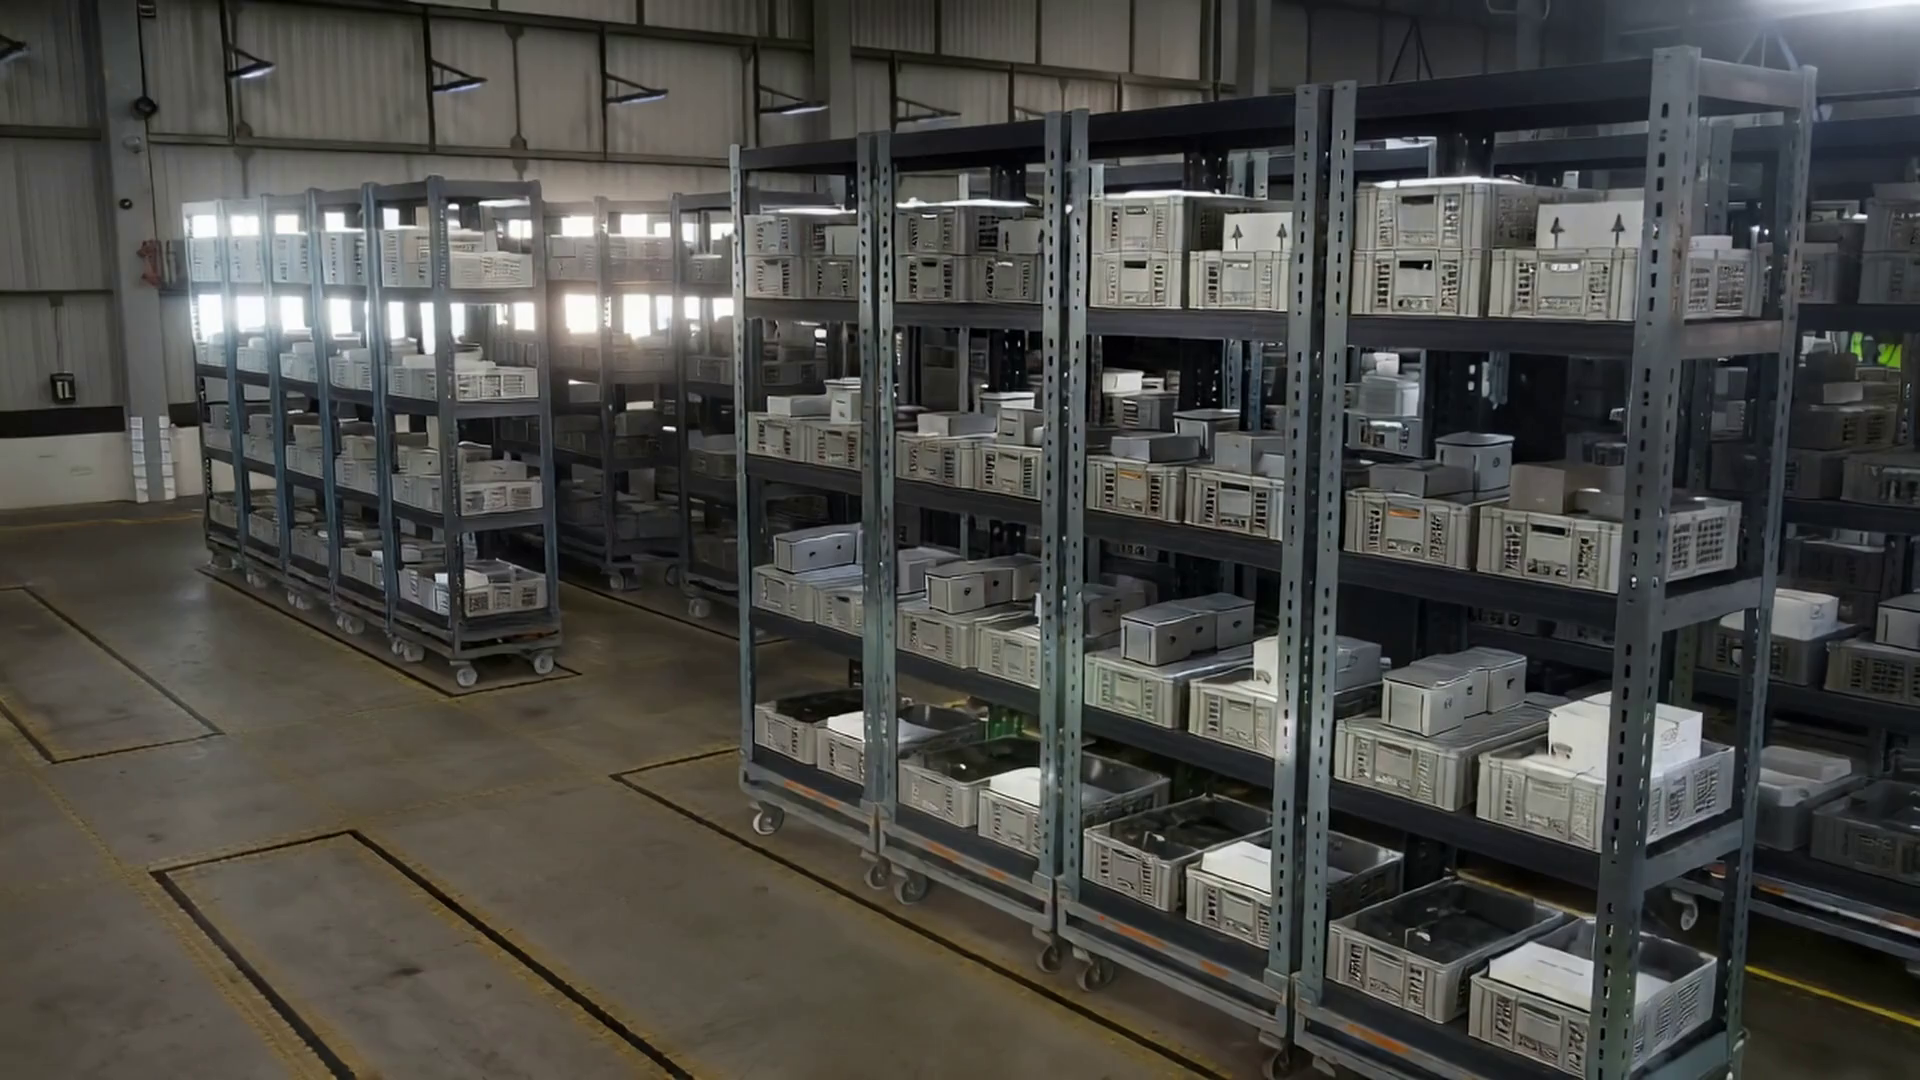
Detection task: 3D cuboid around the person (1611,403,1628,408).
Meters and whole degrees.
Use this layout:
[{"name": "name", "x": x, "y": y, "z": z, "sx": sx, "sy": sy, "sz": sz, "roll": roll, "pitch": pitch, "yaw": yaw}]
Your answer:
[{"name": "person", "x": 7.887, "y": -1.186, "z": 19.999, "sx": 0.958, "sy": 1.804, "sz": 0.586, "roll": -7, "pitch": 12, "yaw": -38}]

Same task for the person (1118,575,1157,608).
[{"name": "person", "x": 1.451, "y": -0.109, "z": 12.904, "sx": 0.396, "sy": 1.992, "sz": 0.623, "roll": 9, "pitch": 13, "yaw": 43}]
